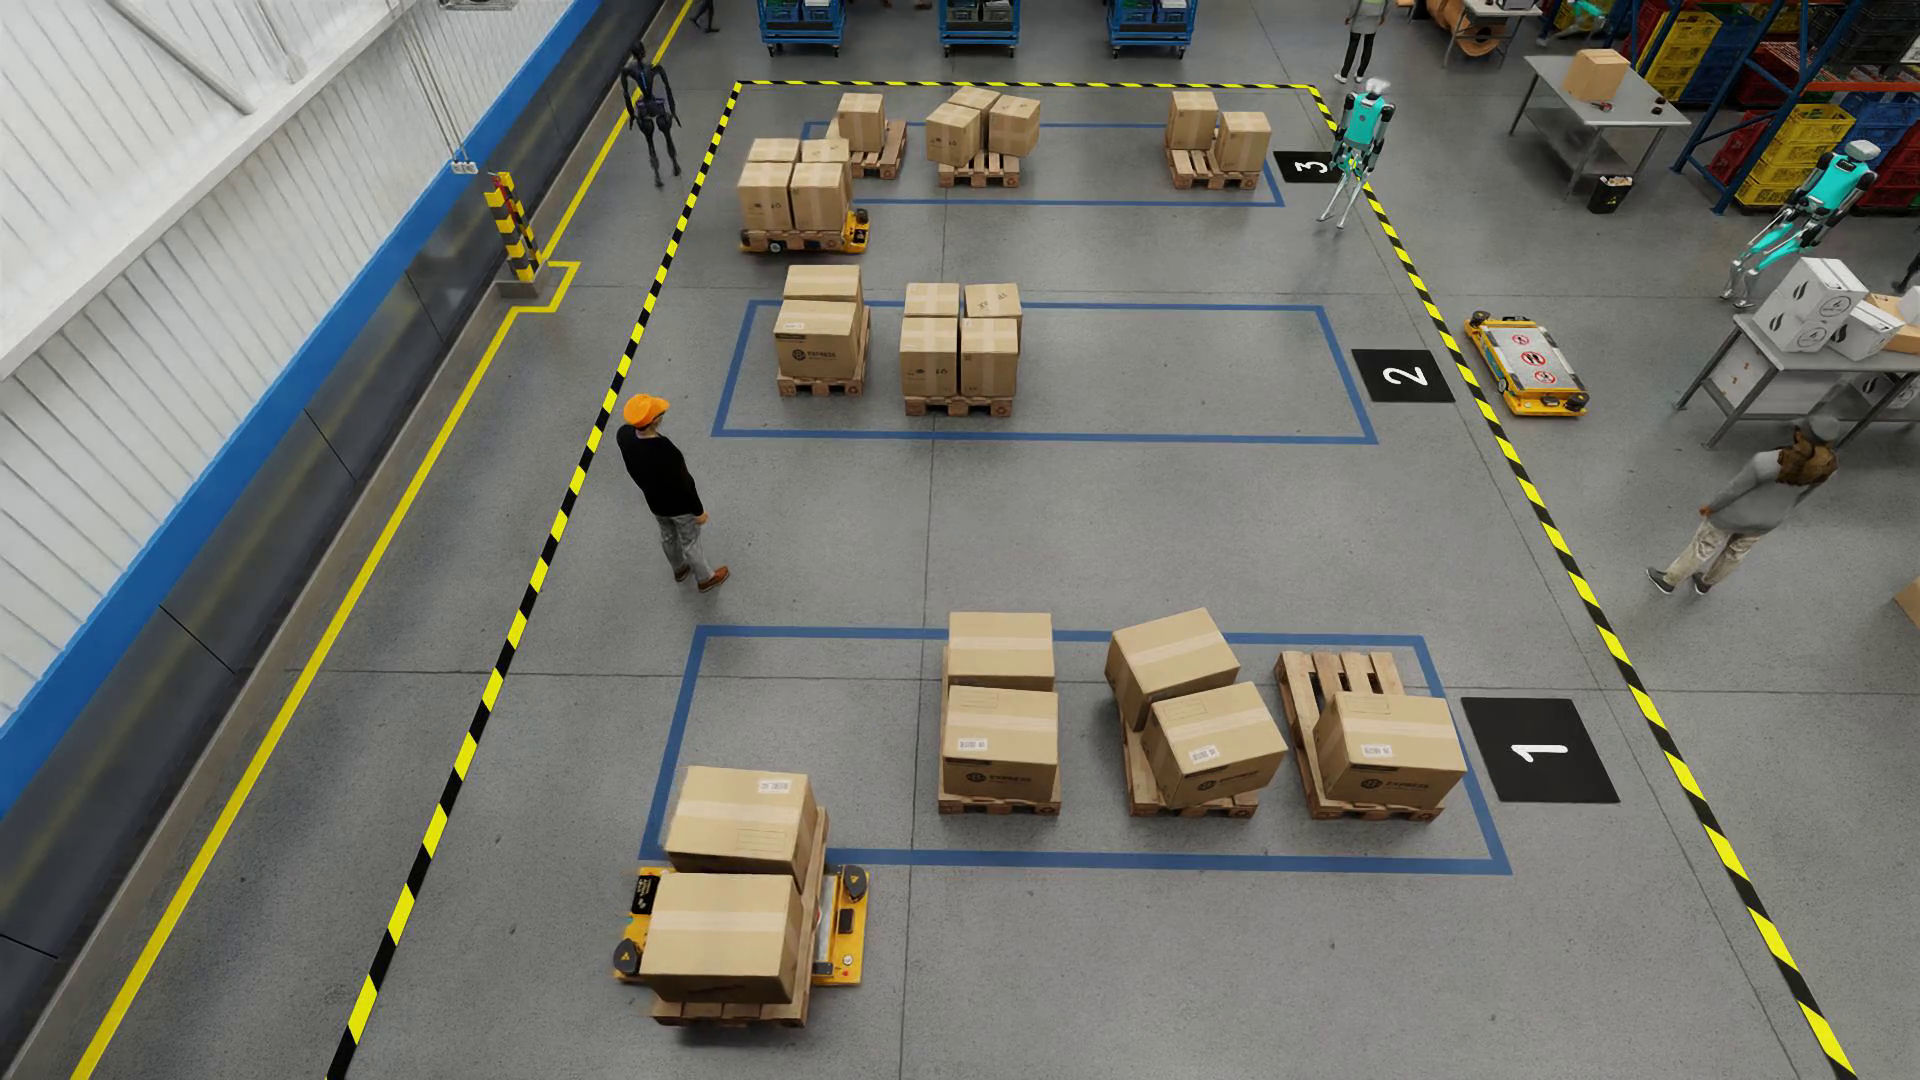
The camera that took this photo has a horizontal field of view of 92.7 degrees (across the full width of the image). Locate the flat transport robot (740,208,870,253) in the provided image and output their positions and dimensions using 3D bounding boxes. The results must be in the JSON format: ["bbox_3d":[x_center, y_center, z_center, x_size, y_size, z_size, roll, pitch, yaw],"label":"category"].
[{"bbox_3d":[-1.789,-3.606,10.636,1.431,0.197,0.652,1,49,1],"label":"flat transport robot"}]

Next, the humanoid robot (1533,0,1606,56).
[{"bbox_3d":[9.424,-8.090,13.586,0.988,1.769,0.533,27,54,22],"label":"humanoid robot"}]

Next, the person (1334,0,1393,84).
[{"bbox_3d":[5.748,-7.434,12.923,0.587,1.849,0.396,-1,49,-1],"label":"person"}]

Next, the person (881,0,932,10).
[{"bbox_3d":[-0.926,-9.548,14.713,0.844,1.915,0.636,-11,50,-9],"label":"person"}]

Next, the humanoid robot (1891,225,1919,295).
[{"bbox_3d":[10.285,-3.211,9.403,0.613,1.644,0.438,26,54,21],"label":"humanoid robot"}]

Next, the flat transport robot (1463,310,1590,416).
[{"bbox_3d":[5.573,-1.757,9.054,0.659,0.231,1.431,1,49,1],"label":"flat transport robot"}]

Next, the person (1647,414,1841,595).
[{"bbox_3d":[5.777,-0.207,6.718,0.563,1.769,0.396,4,49,3],"label":"person"}]

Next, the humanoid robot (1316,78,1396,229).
[{"bbox_3d":[4.483,-4.354,10.239,0.533,1.681,0.735,33,57,25],"label":"humanoid robot"}]

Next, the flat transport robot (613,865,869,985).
[{"bbox_3d":[-1.292,2.299,5.525,1.431,0.197,0.652,1,49,1],"label":"flat transport robot"}]

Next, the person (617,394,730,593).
[{"bbox_3d":[-2.115,-0.319,6.740,0.591,1.883,0.367,24,53,20],"label":"person"}]

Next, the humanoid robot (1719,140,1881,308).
[{"bbox_3d":[8.288,-3.113,9.189,0.746,1.685,0.532,-16,51,-13],"label":"humanoid robot"}]

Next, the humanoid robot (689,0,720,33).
[{"bbox_3d":[-4.019,-8.683,14.125,0.536,1.623,0.619,-16,51,-14],"label":"humanoid robot"}]

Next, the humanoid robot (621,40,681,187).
[{"bbox_3d":[-3.709,-5.105,11.044,0.611,1.651,0.540,-14,51,-12],"label":"humanoid robot"}]
